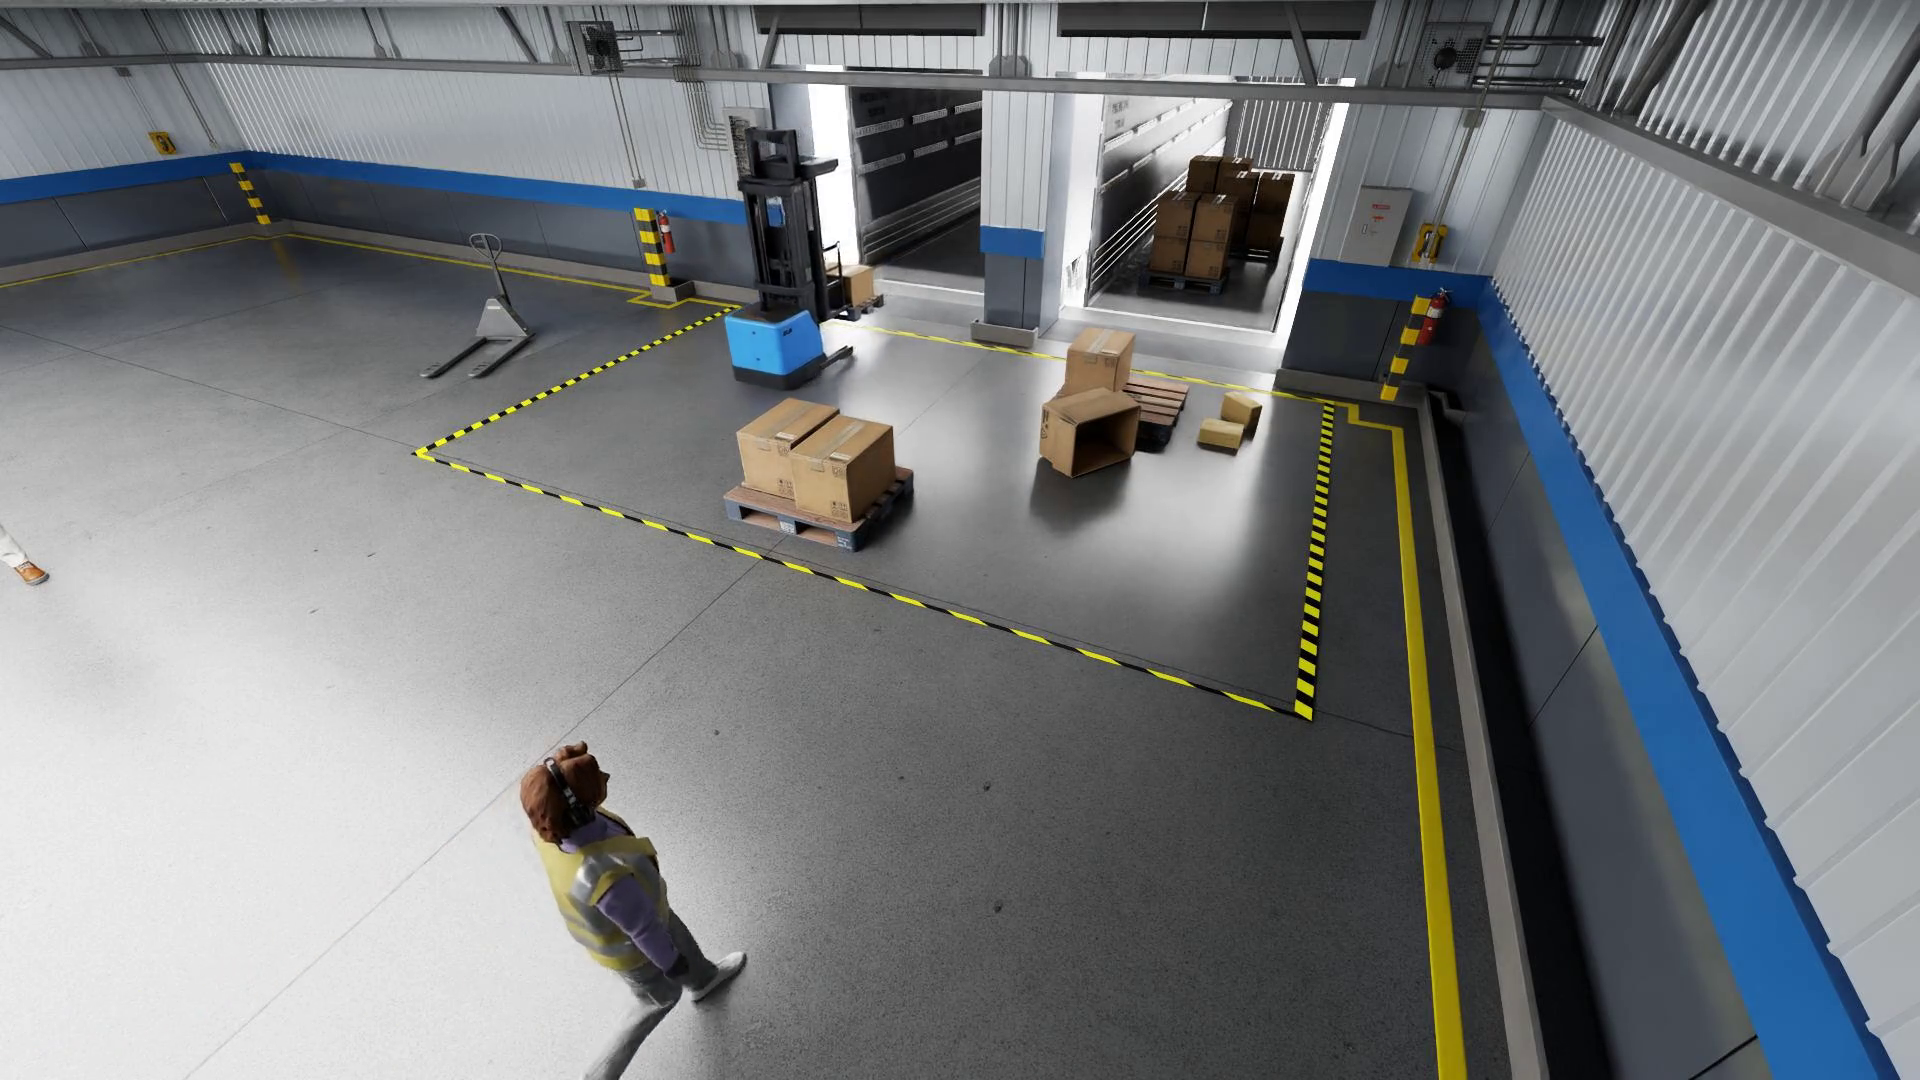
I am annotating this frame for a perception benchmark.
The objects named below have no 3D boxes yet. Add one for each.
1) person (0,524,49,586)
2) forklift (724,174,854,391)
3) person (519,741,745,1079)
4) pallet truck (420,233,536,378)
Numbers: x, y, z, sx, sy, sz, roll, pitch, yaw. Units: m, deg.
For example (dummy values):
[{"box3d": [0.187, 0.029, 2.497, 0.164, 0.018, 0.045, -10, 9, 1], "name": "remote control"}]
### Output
[{"box3d": [-6.764, -0.457, 4.650, 0.386, 1.949, 0.603, 23, 42, 29], "name": "person"}, {"box3d": [-1.976, -2.677, 7.686, 0.716, 2.013, 0.776, 15, 38, 20], "name": "forklift"}, {"box3d": [-1.157, 1.311, 2.455, 0.741, 1.613, 0.517, -29, 44, -34], "name": "person"}, {"box3d": [-5.664, -2.712, 8.427, 0.680, 1.201, 1.601, 0, 35, -1], "name": "pallet truck"}]
